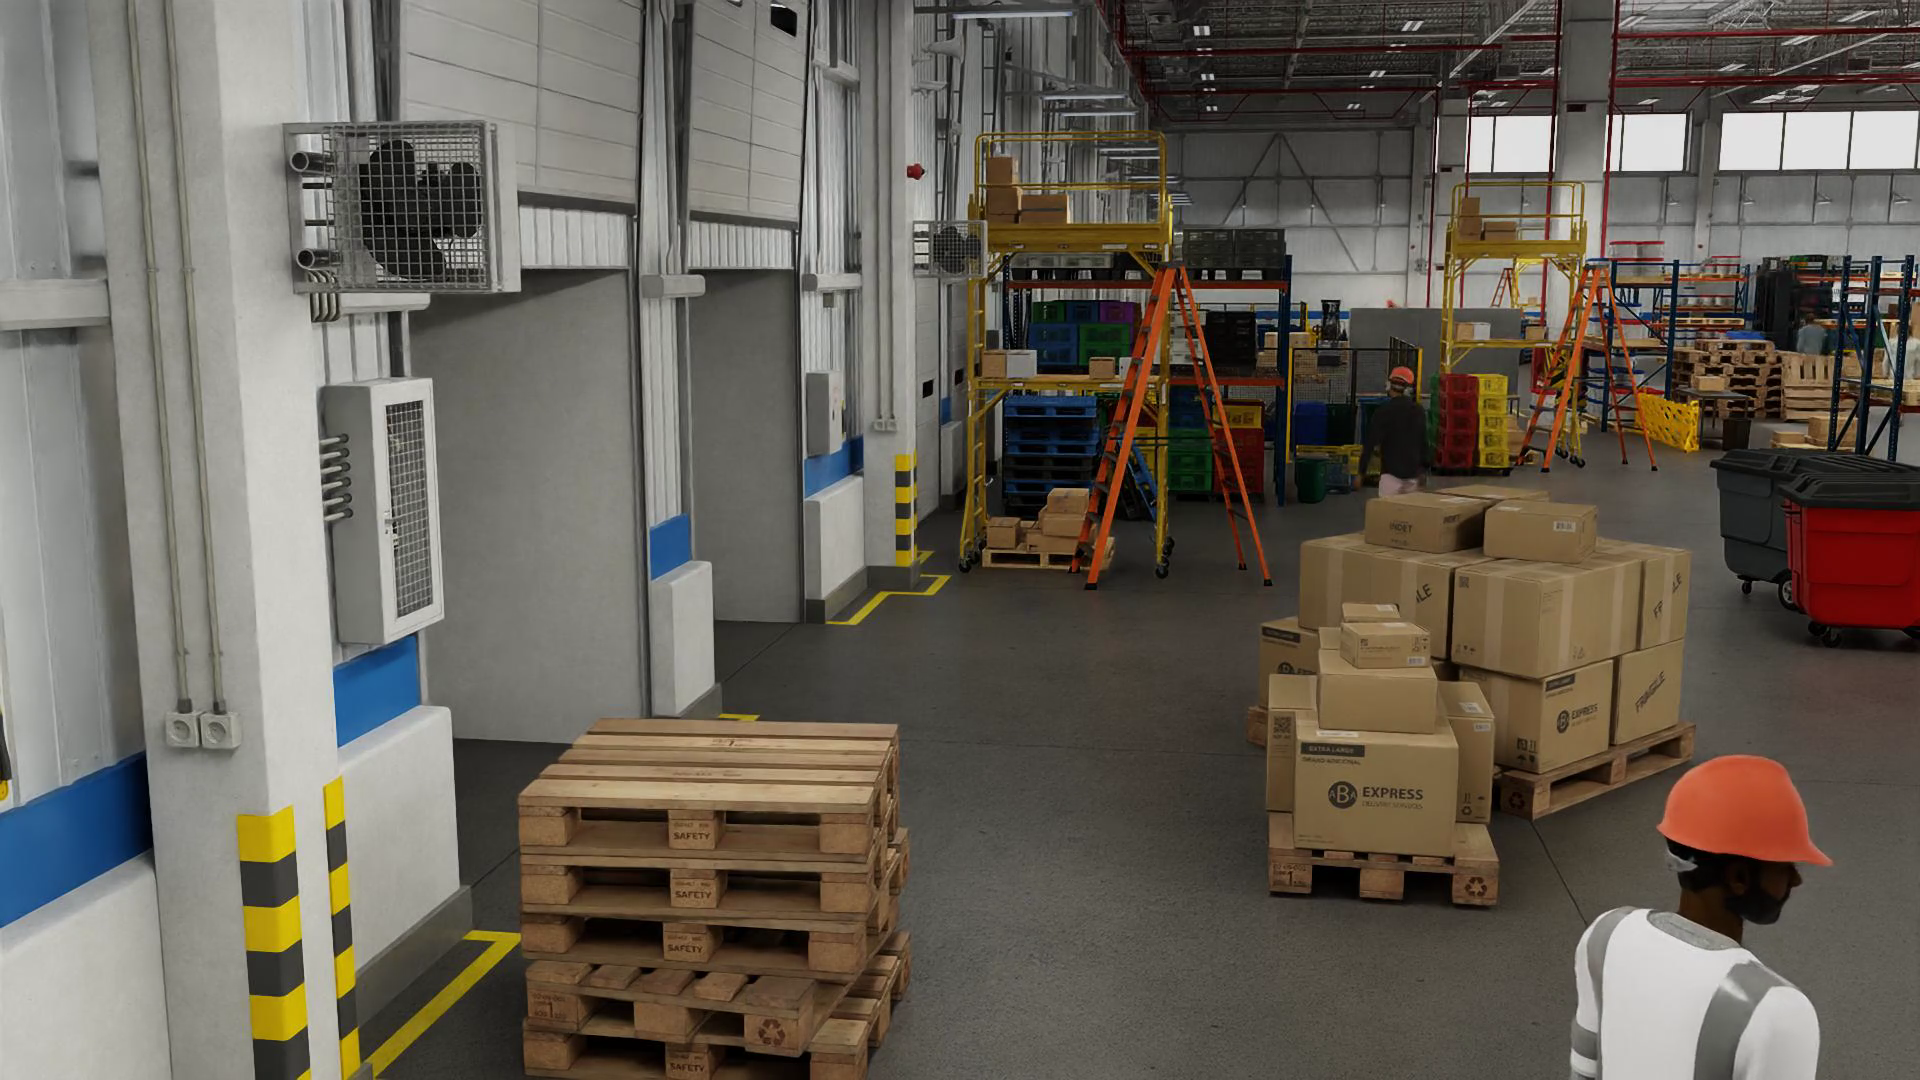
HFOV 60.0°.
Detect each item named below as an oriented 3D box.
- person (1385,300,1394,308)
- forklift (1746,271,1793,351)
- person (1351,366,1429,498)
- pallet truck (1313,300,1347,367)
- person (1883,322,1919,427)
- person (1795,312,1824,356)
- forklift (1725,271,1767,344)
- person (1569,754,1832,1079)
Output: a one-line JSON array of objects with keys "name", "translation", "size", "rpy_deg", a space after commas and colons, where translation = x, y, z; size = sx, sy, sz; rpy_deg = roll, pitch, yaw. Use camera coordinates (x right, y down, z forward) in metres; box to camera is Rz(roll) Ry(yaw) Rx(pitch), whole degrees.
[{"name": "person", "translation": [13.791, -6.702, 53.068], "size": [0.695, 1.922, 0.558], "rpy_deg": [-6, 11, -31]}, {"name": "forklift", "translation": [18.867, -4.828, 38.544], "size": [1.873, 2.768, 1.129], "rpy_deg": [1, 9, 9]}, {"name": "person", "translation": [4.033, -0.612, 15.379], "size": [0.796, 1.971, 0.497], "rpy_deg": [-6, 11, -32]}, {"name": "pallet truck", "translation": [11.159, -6.200, 49.718], "size": [0.823, 1.965, 1.885], "rpy_deg": [4, 10, 26]}, {"name": "person", "translation": [17.202, -3.025, 30.385], "size": [0.626, 1.925, 0.483], "rpy_deg": [6, 11, 32]}, {"name": "person", "translation": [18.970, -4.128, 37.157], "size": [0.650, 1.928, 0.519], "rpy_deg": [-2, 9, -10]}, {"name": "forklift", "translation": [23.231, -6.356, 47.969], "size": [1.873, 2.768, 1.129], "rpy_deg": [0, 9, 3]}, {"name": "person", "translation": [1.438, 1.364, 3.265], "size": [0.376, 1.934, 0.546], "rpy_deg": [-3, 10, -21]}]
